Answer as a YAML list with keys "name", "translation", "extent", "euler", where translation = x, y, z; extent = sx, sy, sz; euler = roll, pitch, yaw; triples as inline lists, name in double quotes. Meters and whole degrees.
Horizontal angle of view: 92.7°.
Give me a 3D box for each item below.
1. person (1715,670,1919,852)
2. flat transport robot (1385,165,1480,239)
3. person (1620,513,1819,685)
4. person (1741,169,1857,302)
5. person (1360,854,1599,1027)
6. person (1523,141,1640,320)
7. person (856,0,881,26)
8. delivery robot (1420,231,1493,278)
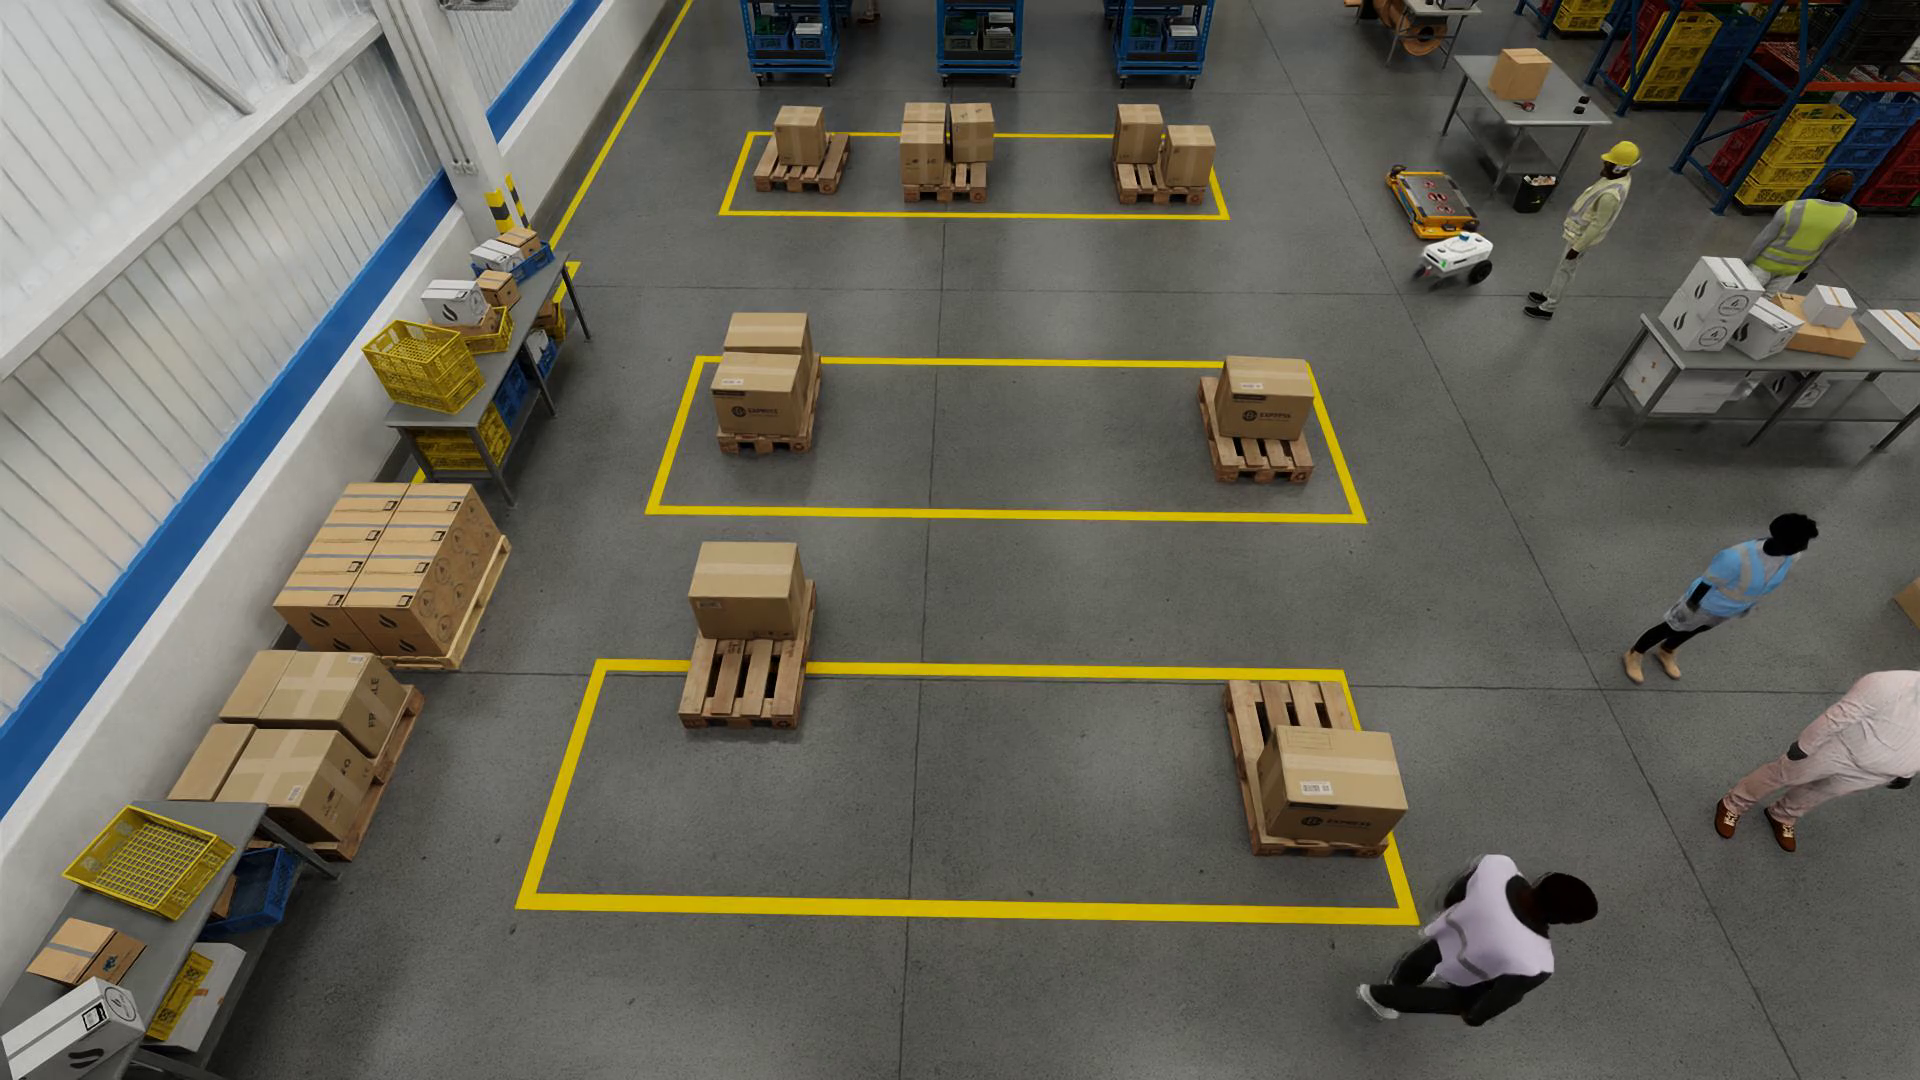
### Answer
- name: "person"
  translation: [5.250, 1.267, 5.344]
  extent: [0.639, 1.910, 0.407]
  euler: [12, 50, 10]
- name: "flat transport robot"
  translation: [5.692, -4.094, 11.059]
  extent: [0.652, 0.197, 1.431]
  euler: [1, 49, 1]
- name: "person"
  translation: [5.149, 0.412, 6.222]
  extent: [0.540, 1.695, 0.316]
  euler: [-7, 49, -6]
- name: "person"
  translation: [7.824, -2.650, 8.777]
  extent: [0.629, 1.843, 0.429]
  euler: [13, 50, 11]
- name: "person"
  translation: [2.562, 2.080, 4.643]
  extent: [0.474, 1.901, 0.665]
  euler: [0, 49, 0]
- name: "person"
  translation: [6.204, -3.064, 9.143]
  extent: [0.404, 1.827, 0.601]
  euler: [26, 54, 21]
- name: "person"
  translation: [-1.507, -9.168, 14.319]
  extent: [0.395, 1.994, 0.613]
  euler: [17, 51, 14]
- name: "delivery robot"
  translation: [5.399, -3.117, 9.966]
  extent: [0.707, 0.478, 0.477]
  euler: [-18, 52, -15]
